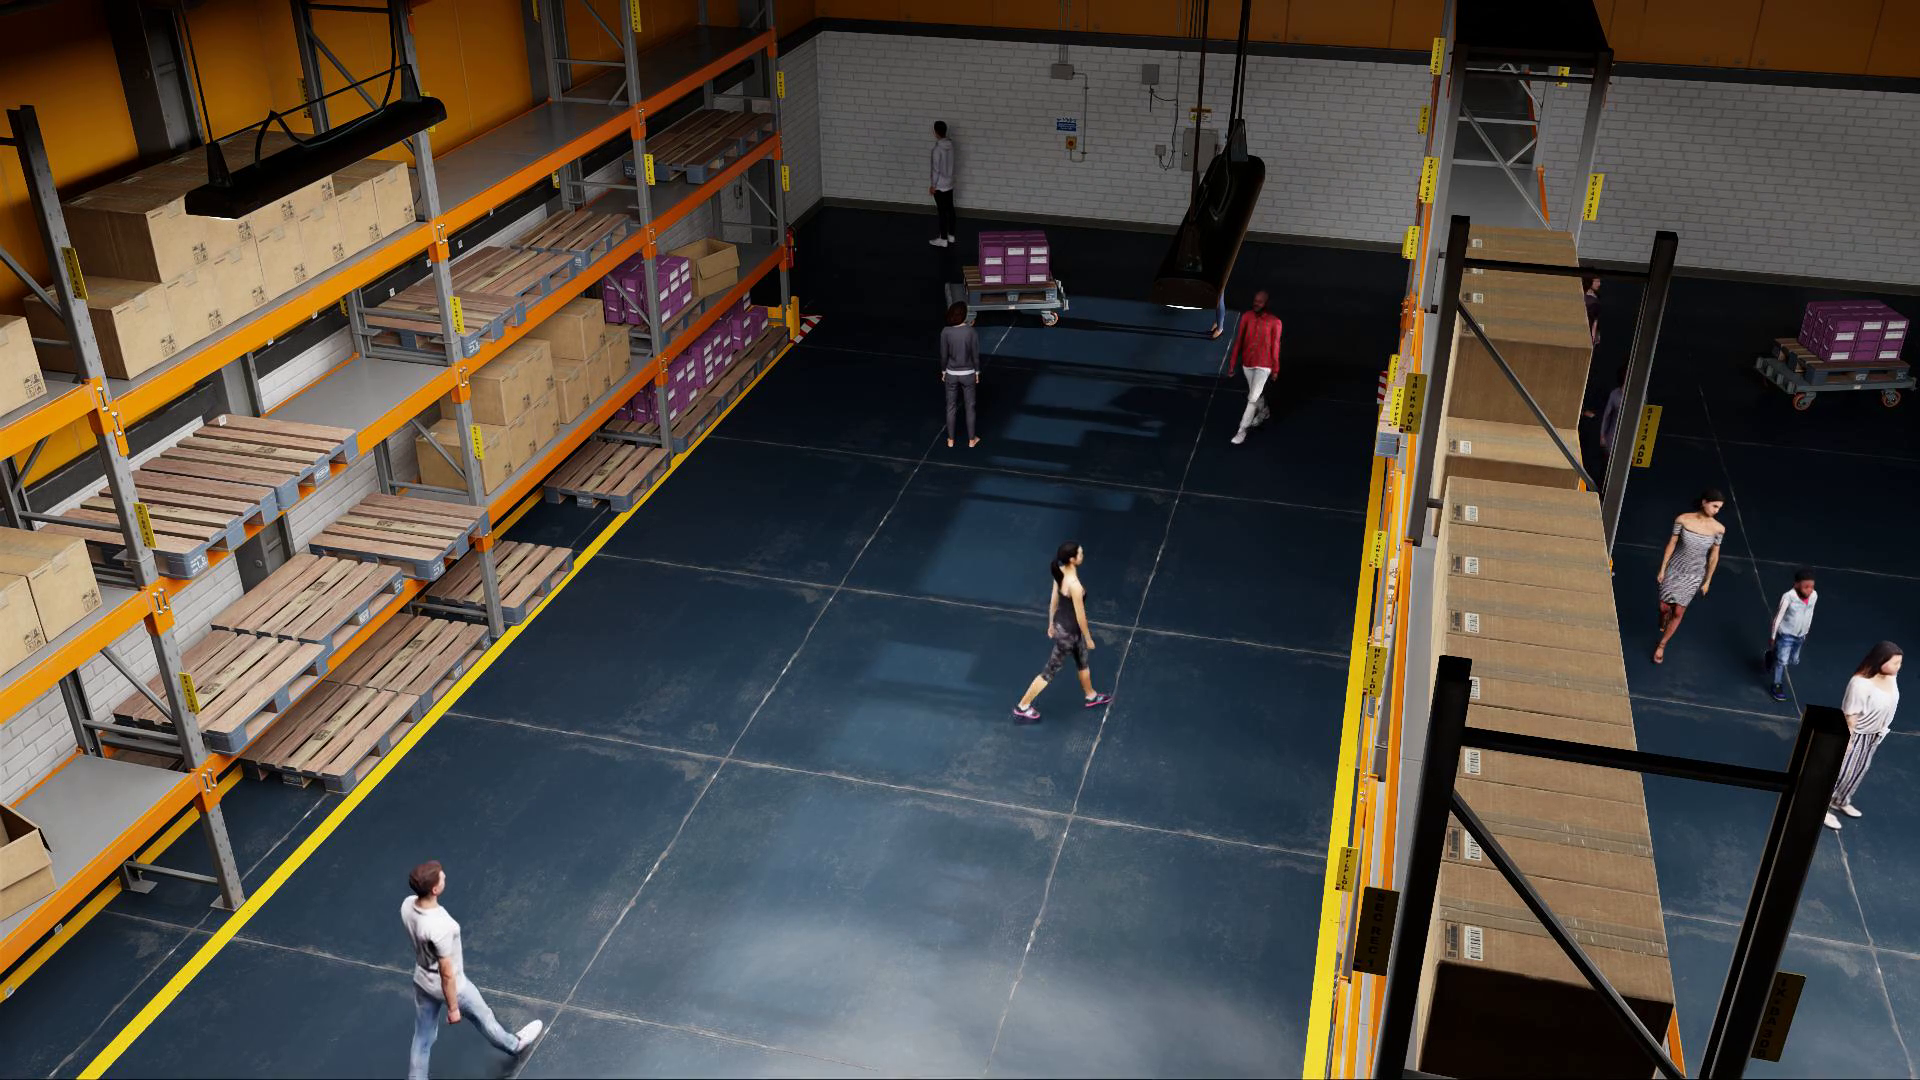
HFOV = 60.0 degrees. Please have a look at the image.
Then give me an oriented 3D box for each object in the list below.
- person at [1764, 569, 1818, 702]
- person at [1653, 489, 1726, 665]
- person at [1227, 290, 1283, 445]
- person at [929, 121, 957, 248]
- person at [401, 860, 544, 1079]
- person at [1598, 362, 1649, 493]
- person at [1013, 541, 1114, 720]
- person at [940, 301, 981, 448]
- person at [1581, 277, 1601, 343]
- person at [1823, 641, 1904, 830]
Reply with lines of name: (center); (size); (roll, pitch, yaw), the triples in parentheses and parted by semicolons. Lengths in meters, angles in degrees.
person: (7.384, 0.786, 14.829); (0.628, 1.245, 0.809); (-2, 29, -3)
person: (6.596, 0.299, 15.152); (0.679, 1.790, 0.790); (14, 31, 23)
person: (3.527, -2.089, 19.543); (1.009, 1.778, 1.306); (21, 35, 33)
person: (-0.239, -5.505, 25.648); (0.803, 1.927, 0.637); (17, 33, 28)
person: (-3.334, 2.861, 10.448); (1.016, 1.797, 1.296); (21, 35, 33)
person: (7.087, -1.138, 17.885); (0.643, 1.696, 0.670); (2, 29, 4)
person: (0.829, 0.830, 14.292); (1.045, 1.680, 1.161); (-9, 30, -15)
person: (0.004, -1.918, 19.240); (0.633, 1.767, 0.558); (3, 29, 6)
person: (7.290, -2.243, 19.781); (1.052, 1.820, 1.229); (-7, 29, -12)
person: (7.059, 1.489, 13.085); (0.772, 1.680, 0.848); (-18, 34, -30)
